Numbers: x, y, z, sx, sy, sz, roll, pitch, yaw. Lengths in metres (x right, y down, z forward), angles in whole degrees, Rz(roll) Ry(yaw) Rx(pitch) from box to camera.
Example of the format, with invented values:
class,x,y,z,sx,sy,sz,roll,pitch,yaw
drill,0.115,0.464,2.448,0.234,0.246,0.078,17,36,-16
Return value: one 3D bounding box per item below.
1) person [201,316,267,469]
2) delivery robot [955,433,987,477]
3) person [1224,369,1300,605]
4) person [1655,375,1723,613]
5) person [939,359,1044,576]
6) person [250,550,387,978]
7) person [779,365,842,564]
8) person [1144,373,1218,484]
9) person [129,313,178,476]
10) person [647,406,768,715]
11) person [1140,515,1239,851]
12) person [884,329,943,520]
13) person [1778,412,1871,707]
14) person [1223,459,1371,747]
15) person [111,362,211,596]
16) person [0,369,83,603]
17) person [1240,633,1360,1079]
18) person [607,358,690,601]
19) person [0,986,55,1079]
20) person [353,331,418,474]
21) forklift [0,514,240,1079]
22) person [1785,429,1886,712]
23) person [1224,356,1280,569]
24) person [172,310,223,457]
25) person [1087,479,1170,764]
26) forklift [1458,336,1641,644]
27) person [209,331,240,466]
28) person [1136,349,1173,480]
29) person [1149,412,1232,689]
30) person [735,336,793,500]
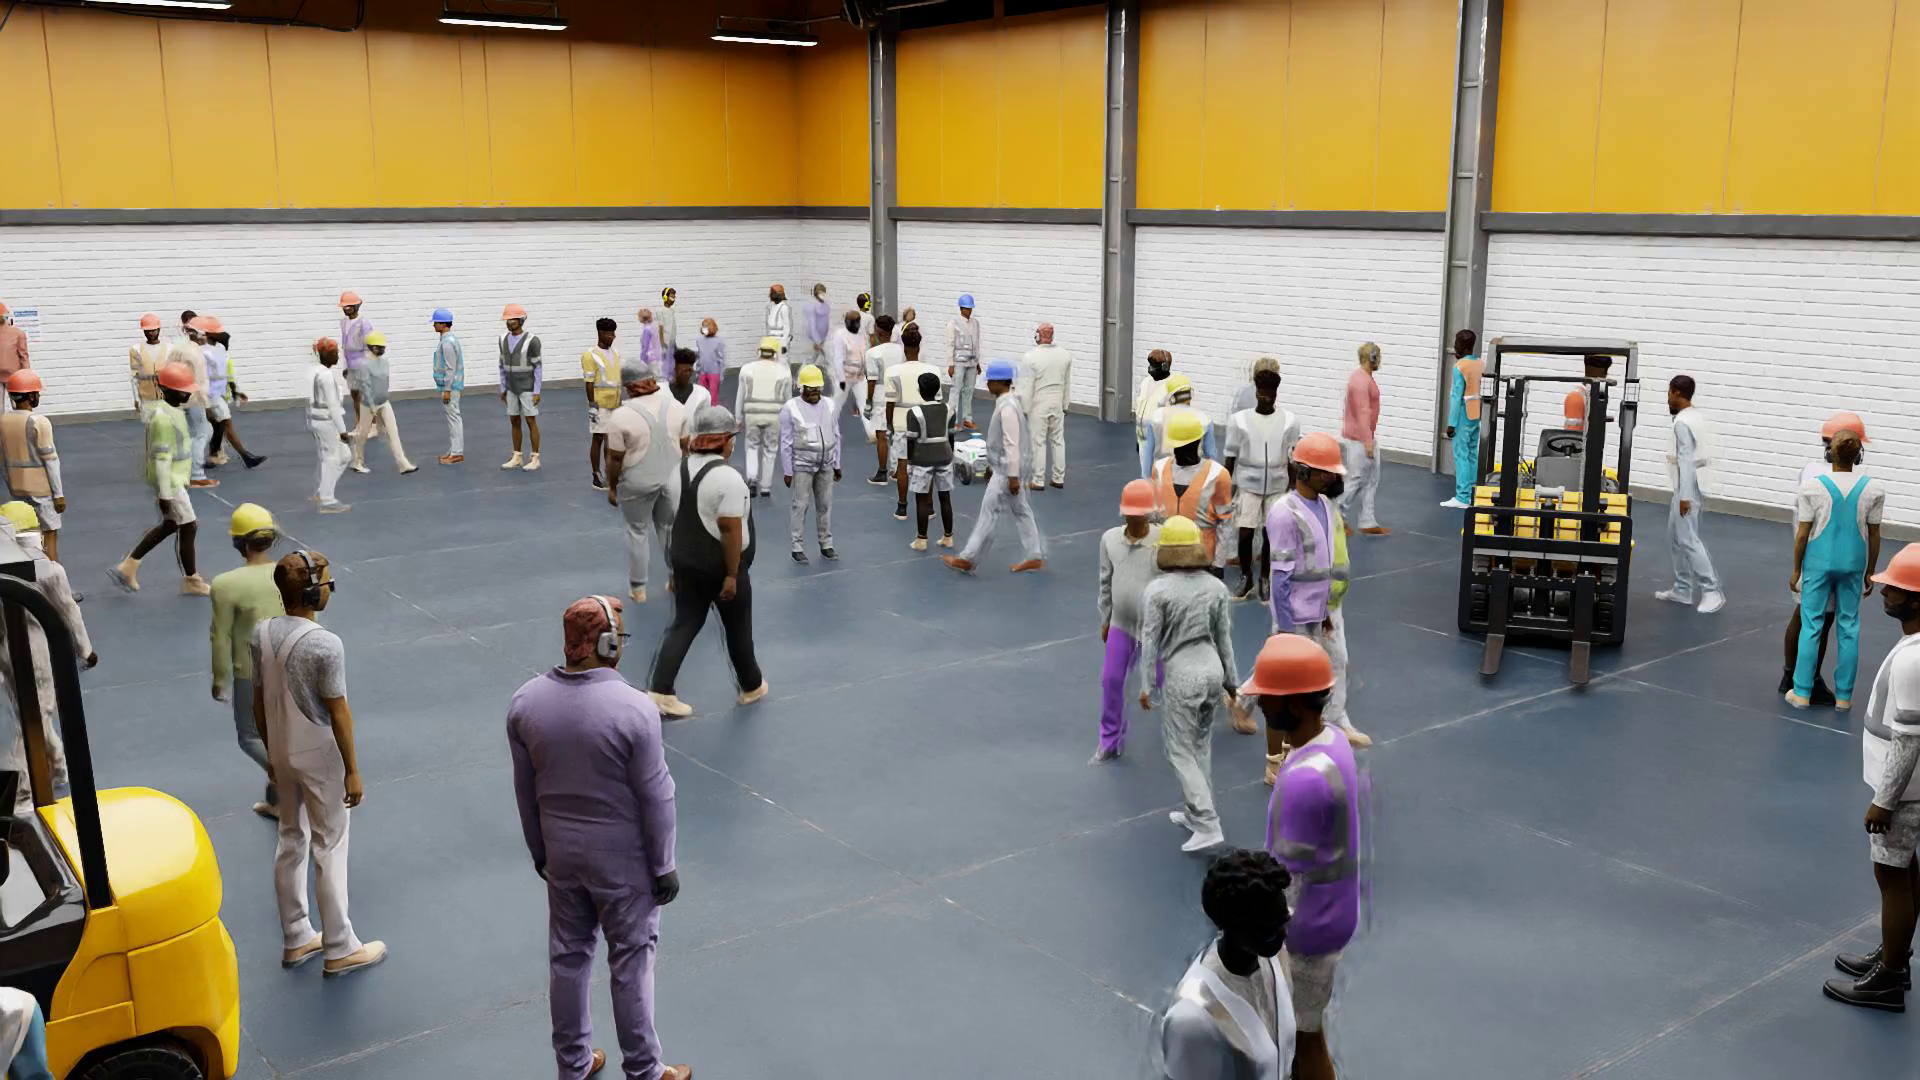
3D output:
class,x,y,z,sx,sy,sz,roll,pitch,yaw
person,-9.000,-1.785,20.238,1.012,1.875,0.549,0,12,1
delivery robot,0.194,-1.003,19.460,0.477,0.478,0.707,-4,12,-17
person,2.449,-0.426,13.551,0.620,1.942,0.449,0,12,0
person,5.988,-0.383,13.506,0.606,1.873,0.665,6,13,27
person,0.296,-0.629,14.593,0.967,1.897,0.640,1,12,4
person,-2.772,0.953,7.110,0.517,1.843,0.325,6,13,26
person,-1.341,-0.685,15.095,0.595,1.820,0.403,-8,14,-33
person,1.930,-0.544,14.439,0.640,1.799,0.509,4,12,18
person,-9.572,-1.729,19.836,0.543,1.938,0.356,-5,13,-23
person,-1.647,0.112,10.694,0.688,2.000,0.937,9,15,36
person,1.224,0.737,8.528,0.539,1.693,0.685,-6,13,-26
person,-0.480,-1.183,17.131,0.605,1.966,0.367,-1,12,-7
person,5.694,0.119,10.918,0.378,1.933,0.551,-1,12,-3
person,2.072,0.351,10.101,0.830,1.813,0.629,7,14,30
person,-6.593,-0.475,13.664,0.819,1.990,0.684,-4,12,-18
person,-7.497,-0.415,13.489,0.543,1.938,0.356,3,12,15
person,1.114,1.248,5.512,0.477,1.914,0.569,3,12,15
person,-2.573,-0.496,13.632,0.698,2.000,0.540,-9,15,-37
person,-2.533,1.676,4.166,0.523,1.620,0.374,-11,16,-42
person,-6.970,-1.630,19.894,0.926,1.718,0.522,6,13,26
forklift,-3.687,1.115,5.480,2.313,2.155,1.214,-9,15,-36
person,5.641,0.199,10.750,0.508,1.846,0.345,3,12,15
person,2.690,-0.674,14.790,0.747,1.908,0.663,-2,12,-10
person,-9.473,-1.894,20.696,0.390,1.914,0.587,9,14,36
person,1.112,0.469,9.800,0.604,1.730,0.705,9,15,38
forklift,4.683,-0.471,13.136,1.214,2.155,2.313,4,12,20
person,-9.155,-1.751,20.586,0.550,1.660,0.523,7,13,29
person,1.937,-0.953,16.321,0.429,1.845,0.620,-8,14,-33
person,1.505,0.096,11.083,0.589,1.913,0.399,8,14,33
person,-2.140,-1.331,18.245,0.620,1.802,0.454,-1,12,-3
